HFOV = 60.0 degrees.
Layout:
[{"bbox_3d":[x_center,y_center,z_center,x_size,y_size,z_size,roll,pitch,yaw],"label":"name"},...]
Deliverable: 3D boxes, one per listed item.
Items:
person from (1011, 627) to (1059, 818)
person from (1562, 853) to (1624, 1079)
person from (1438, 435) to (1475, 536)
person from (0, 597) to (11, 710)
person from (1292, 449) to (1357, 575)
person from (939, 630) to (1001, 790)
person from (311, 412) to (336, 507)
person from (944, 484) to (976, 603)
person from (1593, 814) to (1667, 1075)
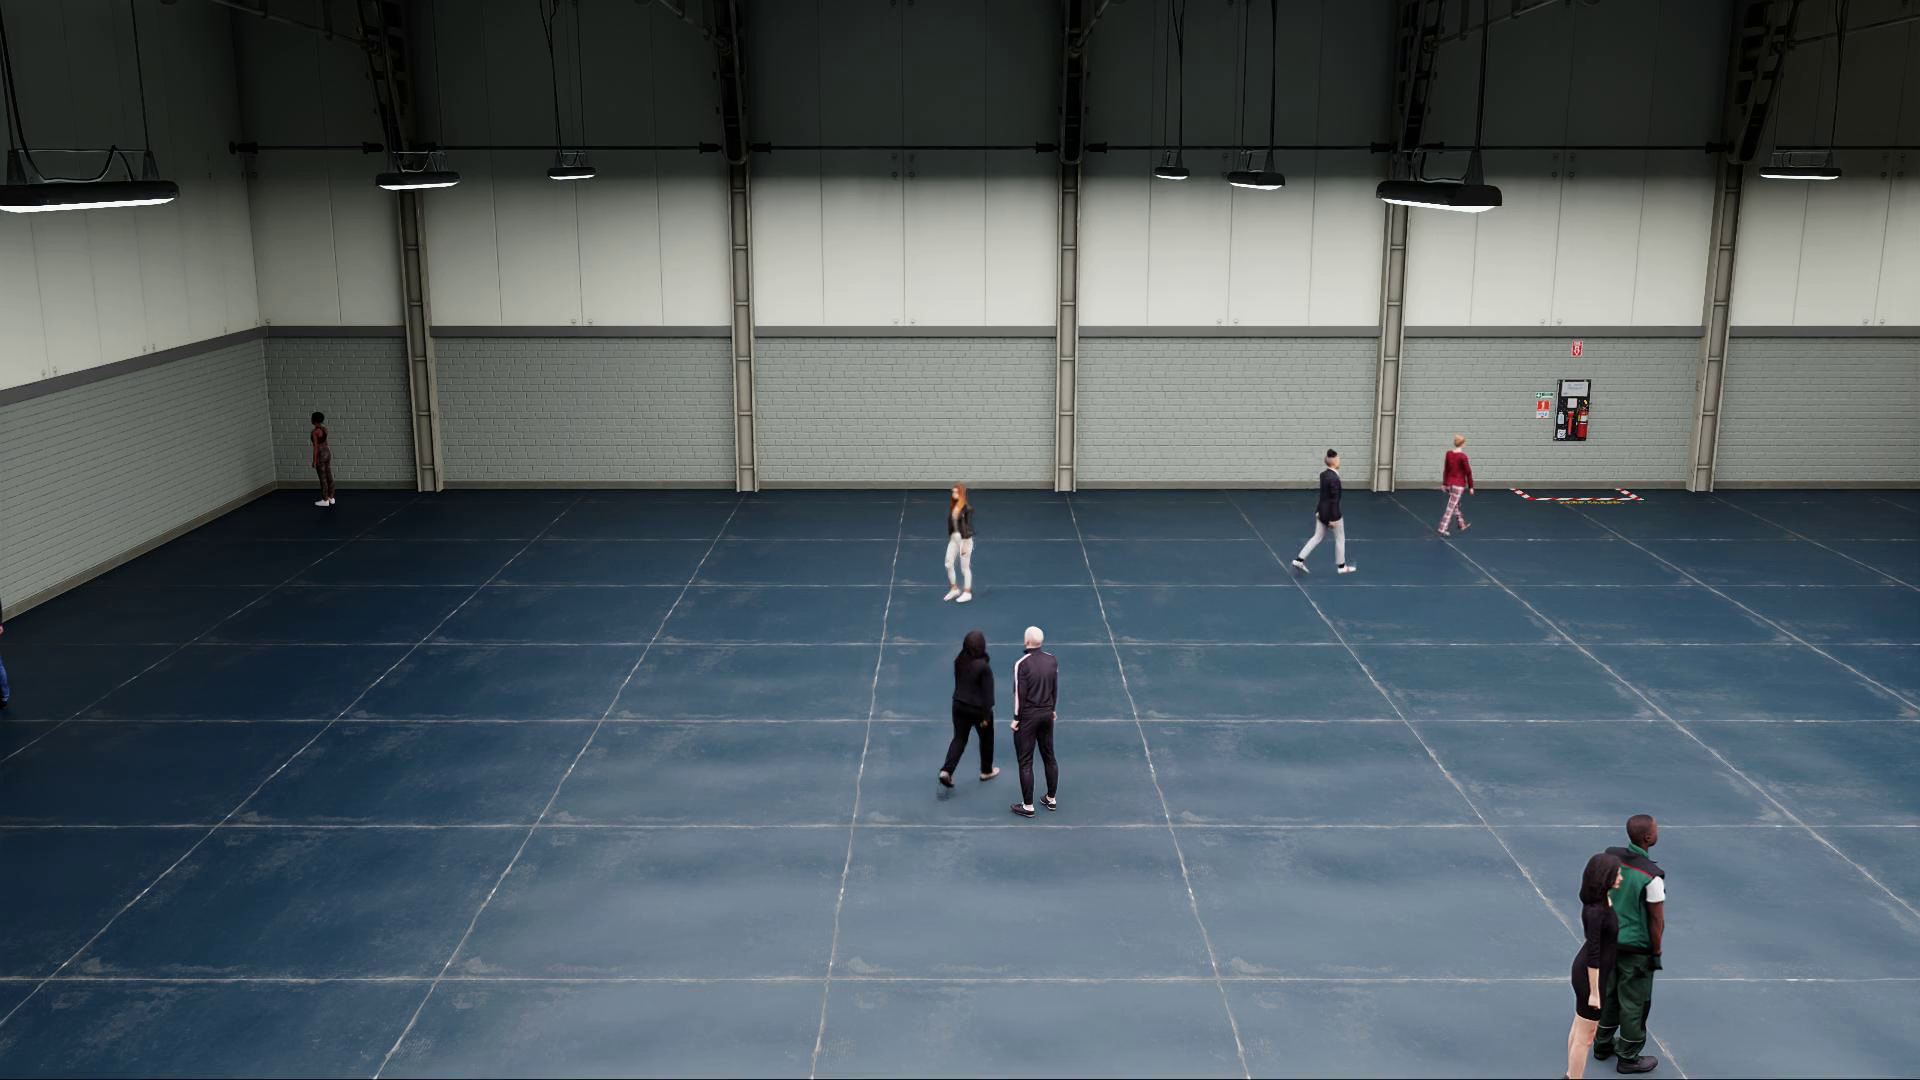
[{"bbox_3d":[0.716,1.719,15.864,0.732,1.834,0.833,-9,16,-35],"label":"person"},{"bbox_3d":[4.126,2.890,10.874,0.614,1.804,0.660,5,14,21],"label":"person"},{"bbox_3d":[8.129,-0.882,27.474,1.115,1.665,0.951,-8,15,-30],"label":"person"},{"bbox_3d":[-11.063,1.017,18.764,0.780,1.895,0.759,9,16,35],"label":"person"},{"bbox_3d":[5.412,-0.396,24.822,1.307,1.914,0.913,-3,13,-14],"label":"person"},{"bbox_3d":[0.063,1.708,16.456,1.100,1.588,1.071,9,16,33],"label":"person"},{"bbox_3d":[-11.498,-1.476,29.961,0.605,1.699,0.620,3,13,14],"label":"person"},{"bbox_3d":[0.072,0.041,23.436,0.722,1.687,0.785,12,18,42],"label":"person"},{"bbox_3d":[4.595,2.746,11.416,0.756,1.839,0.777,-6,14,-24],"label":"person"}]
